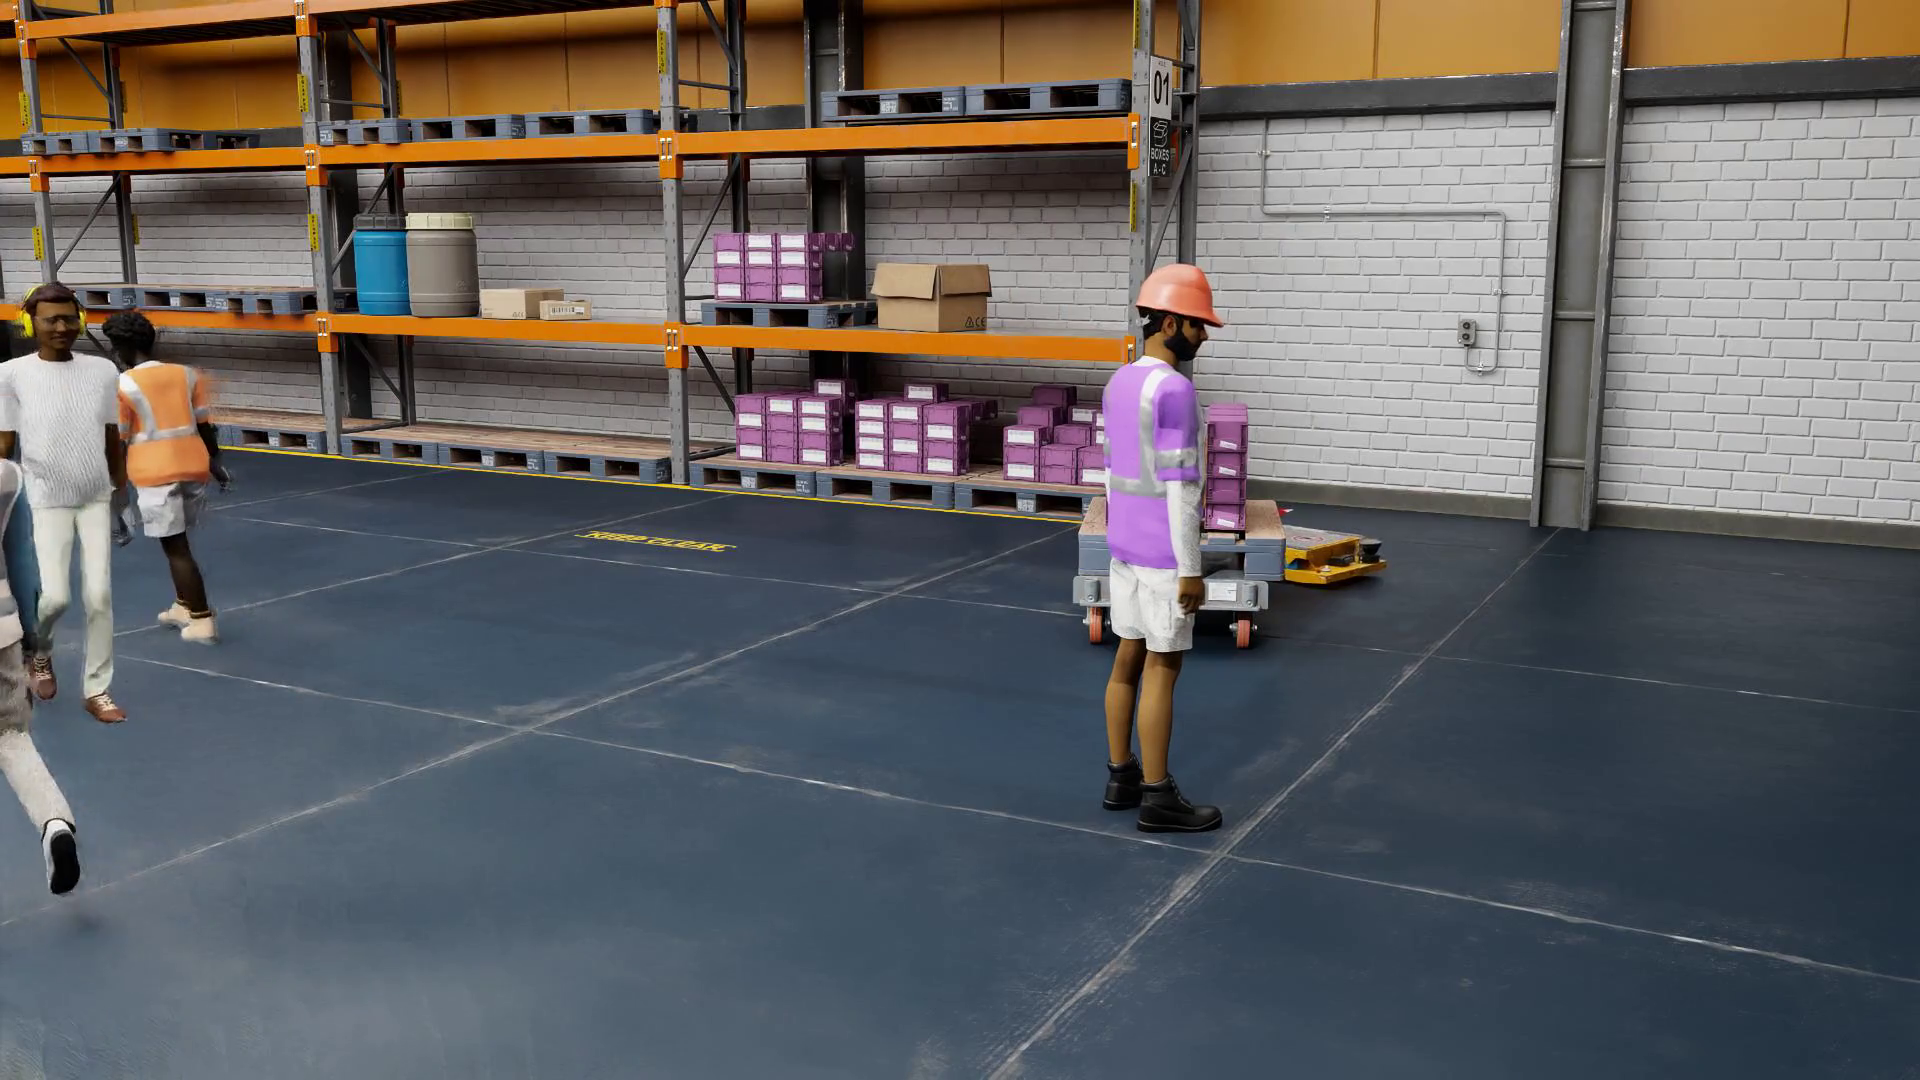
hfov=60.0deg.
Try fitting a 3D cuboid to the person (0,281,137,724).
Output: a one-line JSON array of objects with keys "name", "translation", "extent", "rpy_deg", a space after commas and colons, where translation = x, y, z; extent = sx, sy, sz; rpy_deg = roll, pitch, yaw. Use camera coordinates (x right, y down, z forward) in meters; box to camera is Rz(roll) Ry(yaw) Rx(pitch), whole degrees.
[{"name": "person", "translation": [-3.756, -0.158, 6.979], "extent": [0.569, 1.853, 0.513], "rpy_deg": [9, 14, 42]}]

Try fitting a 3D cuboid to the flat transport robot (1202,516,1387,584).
[{"name": "flat transport robot", "translation": [1.819, 0.041, 10.203], "extent": [0.652, 0.197, 1.431], "rpy_deg": [-10, 14, -44]}]

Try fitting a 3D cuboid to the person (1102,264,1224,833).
[{"name": "person", "translation": [0.695, 0.032, 5.705], "extent": [0.374, 1.929, 0.542], "rpy_deg": [-4, 11, -19]}]

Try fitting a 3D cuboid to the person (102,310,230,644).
[{"name": "person", "translation": [-4.004, -0.310, 8.297], "extent": [0.690, 1.653, 0.596], "rpy_deg": [5, 11, 26]}]

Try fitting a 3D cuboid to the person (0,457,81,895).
[{"name": "person", "translation": [-2.972, 0.318, 4.966], "extent": [0.614, 1.621, 0.523], "rpy_deg": [7, 13, 35]}]
